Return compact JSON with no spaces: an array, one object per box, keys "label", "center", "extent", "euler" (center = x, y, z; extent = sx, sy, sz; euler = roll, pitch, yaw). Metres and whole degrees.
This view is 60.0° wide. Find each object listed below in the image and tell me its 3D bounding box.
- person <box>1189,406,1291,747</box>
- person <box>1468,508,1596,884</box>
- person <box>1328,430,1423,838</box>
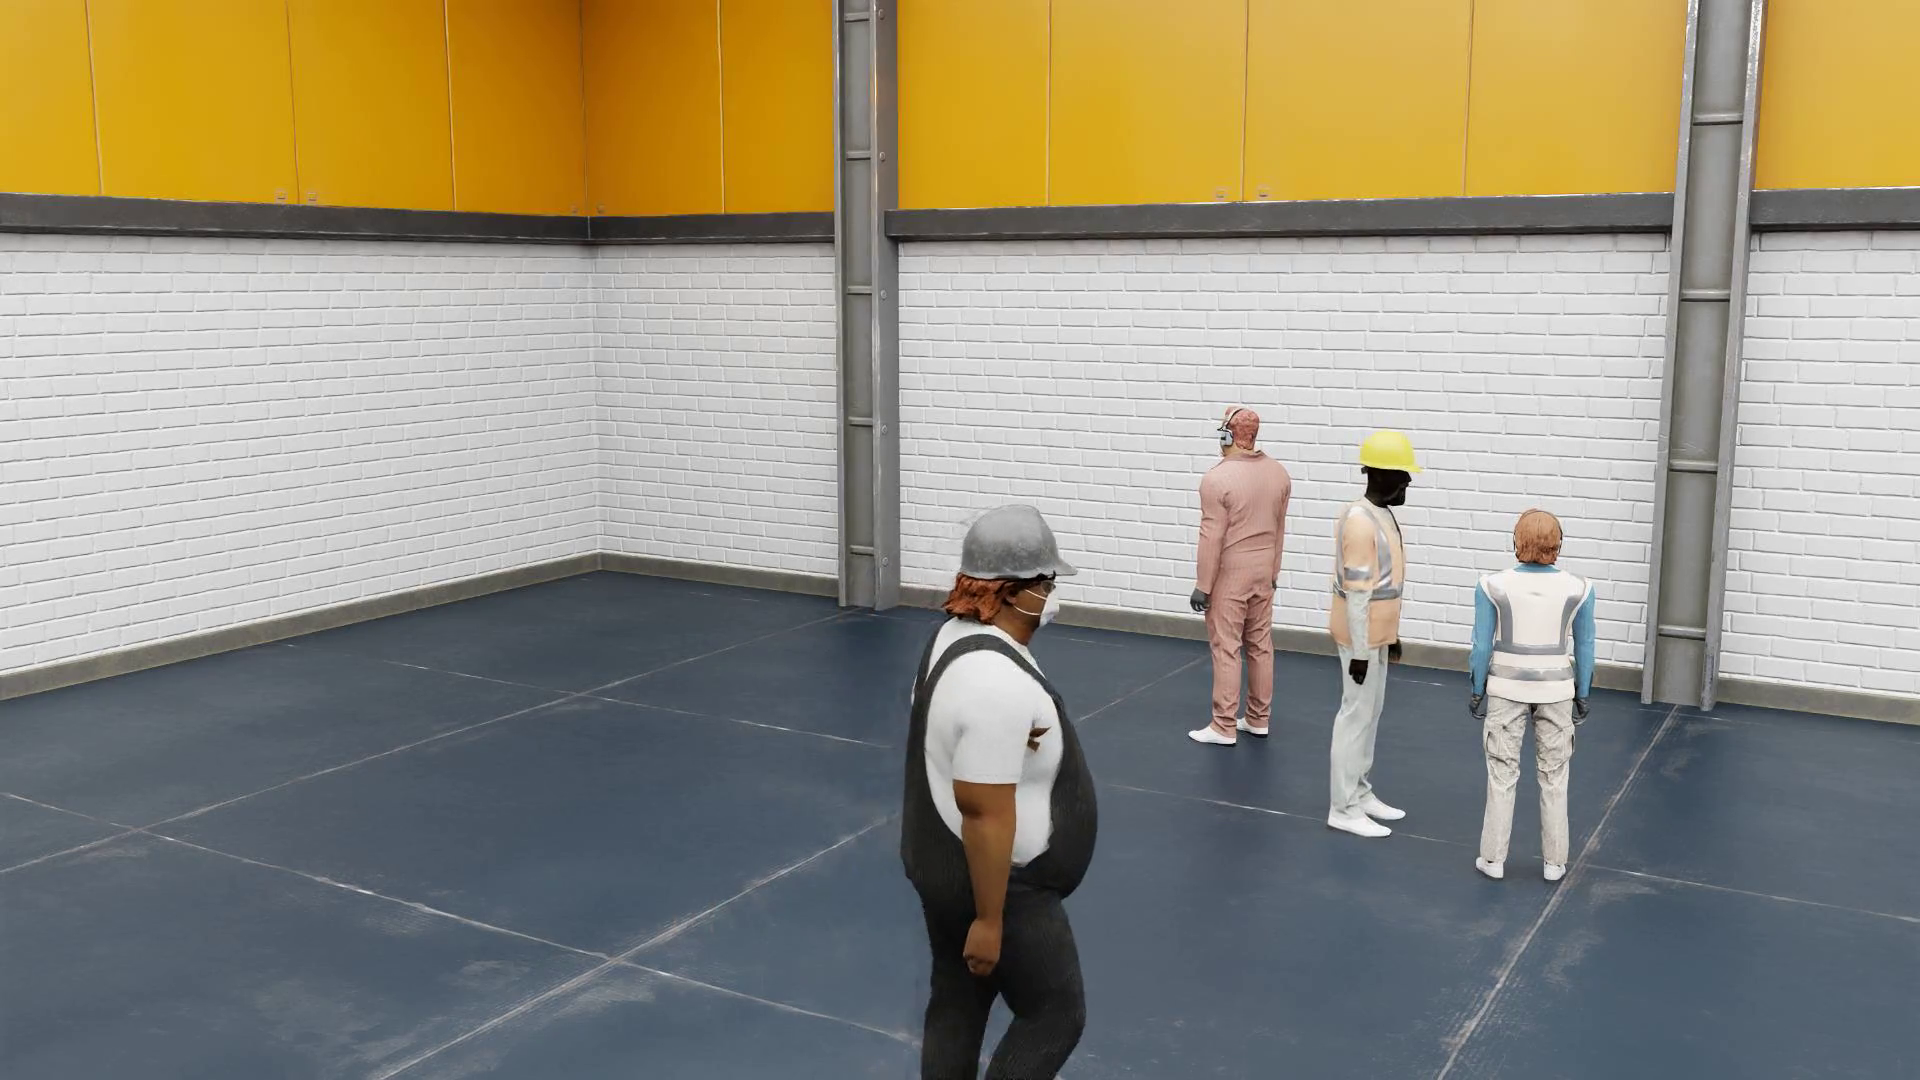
[{"label":"person","center":[1.545,0.205,9.360],"extent":[0.638,1.909,0.408],"euler":[-7,11,-37]},{"label":"person","center":[2.471,0.682,7.211],"extent":[0.523,1.640,0.306],"euler":[2,9,10]},{"label":"person","center":[1.955,0.439,7.861],"extent":[0.392,1.922,0.590],"euler":[4,10,25]}]
